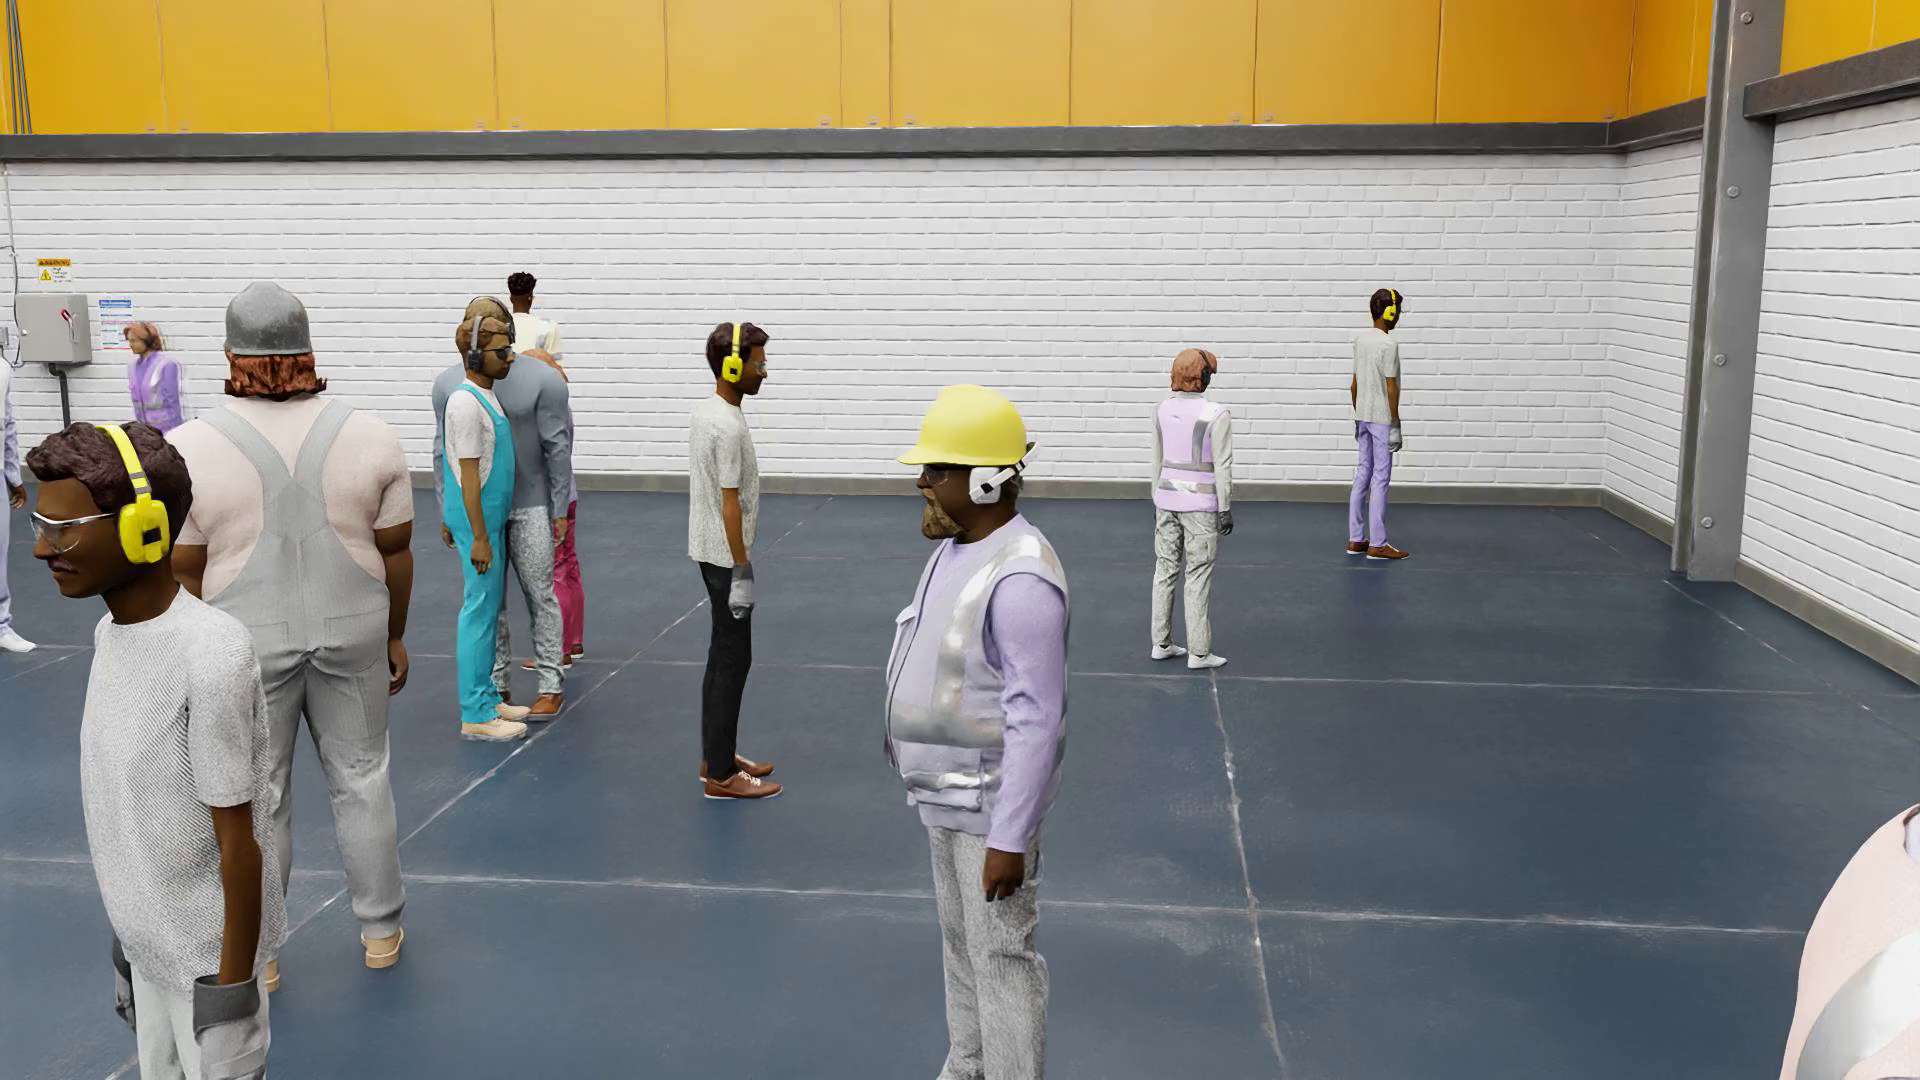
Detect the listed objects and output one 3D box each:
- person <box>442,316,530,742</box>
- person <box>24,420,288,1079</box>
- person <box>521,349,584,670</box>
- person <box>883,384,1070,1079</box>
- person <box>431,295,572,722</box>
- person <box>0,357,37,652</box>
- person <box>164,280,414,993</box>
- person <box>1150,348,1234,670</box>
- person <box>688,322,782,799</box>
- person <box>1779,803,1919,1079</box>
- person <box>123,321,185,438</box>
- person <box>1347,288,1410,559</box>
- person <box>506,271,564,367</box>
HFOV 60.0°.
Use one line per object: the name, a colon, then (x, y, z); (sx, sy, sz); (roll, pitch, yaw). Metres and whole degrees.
person: (-2.074, -0.051, 7.262); (0.326, 1.843, 0.516); (-2, 10, -9)
person: (-1.304, 0.726, 2.788); (0.510, 1.861, 0.324); (9, 13, 42)
person: (-2.099, -0.154, 8.464); (0.283, 1.631, 0.498); (1, 10, 8)
person: (0.031, 0.564, 3.780); (0.404, 1.832, 0.594); (-3, 10, -17)
person: (-2.068, -0.135, 7.528); (0.636, 1.928, 0.386); (1, 10, 4)
person: (-5.149, -0.318, 8.624); (0.392, 1.911, 0.583); (3, 10, 17)
person: (-1.946, 0.277, 4.826); (0.682, 2.000, 0.537); (-6, 11, -30)
person: (1.166, -0.156, 8.482); (0.313, 1.633, 0.512); (-8, 13, -40)
person: (-0.881, 0.087, 6.458); (0.333, 1.857, 0.528); (-3, 10, -17)
person: (0.982, 0.942, 1.616); (0.430, 1.840, 0.633); (5, 11, 28)
person: (-5.790, -0.800, 12.193); (0.514, 1.614, 0.640); (5, 11, 25)
person: (2.900, -0.800, 11.503); (0.329, 1.865, 0.510); (-4, 11, -20)
person: (-3.325, -1.067, 12.733); (0.608, 1.966, 0.374); (0, 10, -2)
